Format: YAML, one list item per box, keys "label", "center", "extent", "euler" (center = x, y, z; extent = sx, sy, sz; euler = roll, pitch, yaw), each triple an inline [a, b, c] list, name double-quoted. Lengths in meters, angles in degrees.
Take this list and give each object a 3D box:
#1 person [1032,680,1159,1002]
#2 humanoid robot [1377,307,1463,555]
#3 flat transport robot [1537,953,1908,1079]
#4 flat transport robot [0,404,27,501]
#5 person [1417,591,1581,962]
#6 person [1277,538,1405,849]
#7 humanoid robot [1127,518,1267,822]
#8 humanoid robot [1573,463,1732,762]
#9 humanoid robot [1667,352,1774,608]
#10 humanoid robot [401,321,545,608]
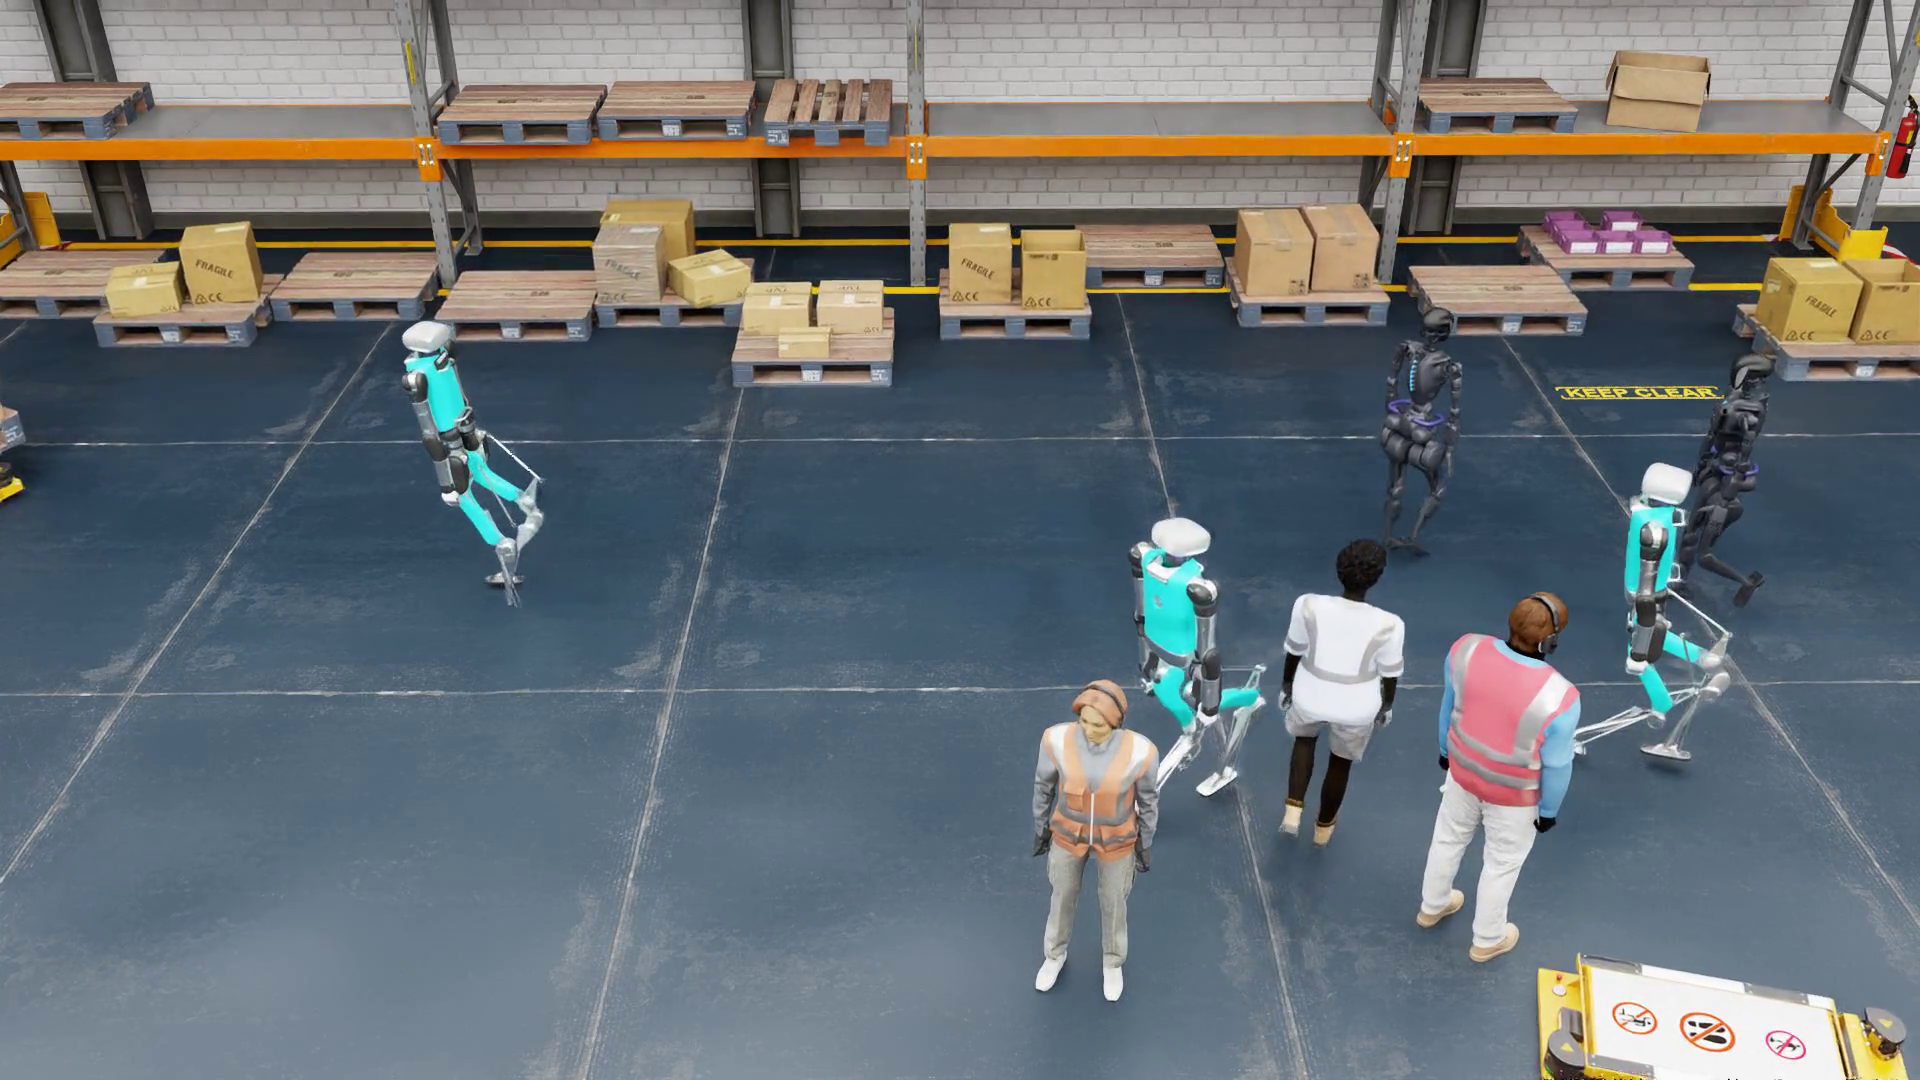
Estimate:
- label: "person"
  center: [0.560, 1.260, 6.982]
  extent: [0.521, 1.636, 0.309]
  euler: [6, 32, 10]
- label: "humanoid robot"
  center: [2.779, -0.652, 10.129]
  extent: [0.340, 1.652, 0.583]
  euler: [-21, 37, -31]
- label: "flat transport robot"
  center: [3.153, 2.122, 6.878]
  extent: [1.431, 0.231, 0.659]
  euler: [8, 32, 13]
- label: "flat transport robot"
  center: [-7.043, -0.423, 11.115]
  extent: [1.431, 0.231, 0.659]
  euler: [15, 34, 23]
- label: "person"
  center: [2.334, 1.019, 7.203]
  extent: [0.431, 1.837, 0.630]
  euler: [-24, 39, -34]
- label: "person"
  center: [1.768, 0.748, 7.782]
  extent: [0.553, 1.681, 0.375]
  euler: [12, 33, 19]
- label: "humanoid robot"
  center: [1.161, 0.622, 7.969]
  extent: [1.033, 1.741, 0.540]
  euler: [-21, 37, -30]
- label: "humanoid robot"
  center: [3.530, 0.455, 8.236]
  extent: [0.978, 1.746, 0.552]
  euler: [10, 32, 16]
- label: "humanoid robot"
  center: [4.475, -0.334, 9.607]
  extent: [0.571, 1.633, 0.599]
  euler: [4, 31, 6]
- label: "humanoid robot"
  center: [-2.731, -0.364, 9.694]
  extent: [0.743, 1.892, 0.539]
  euler: [3, 31, 6]
